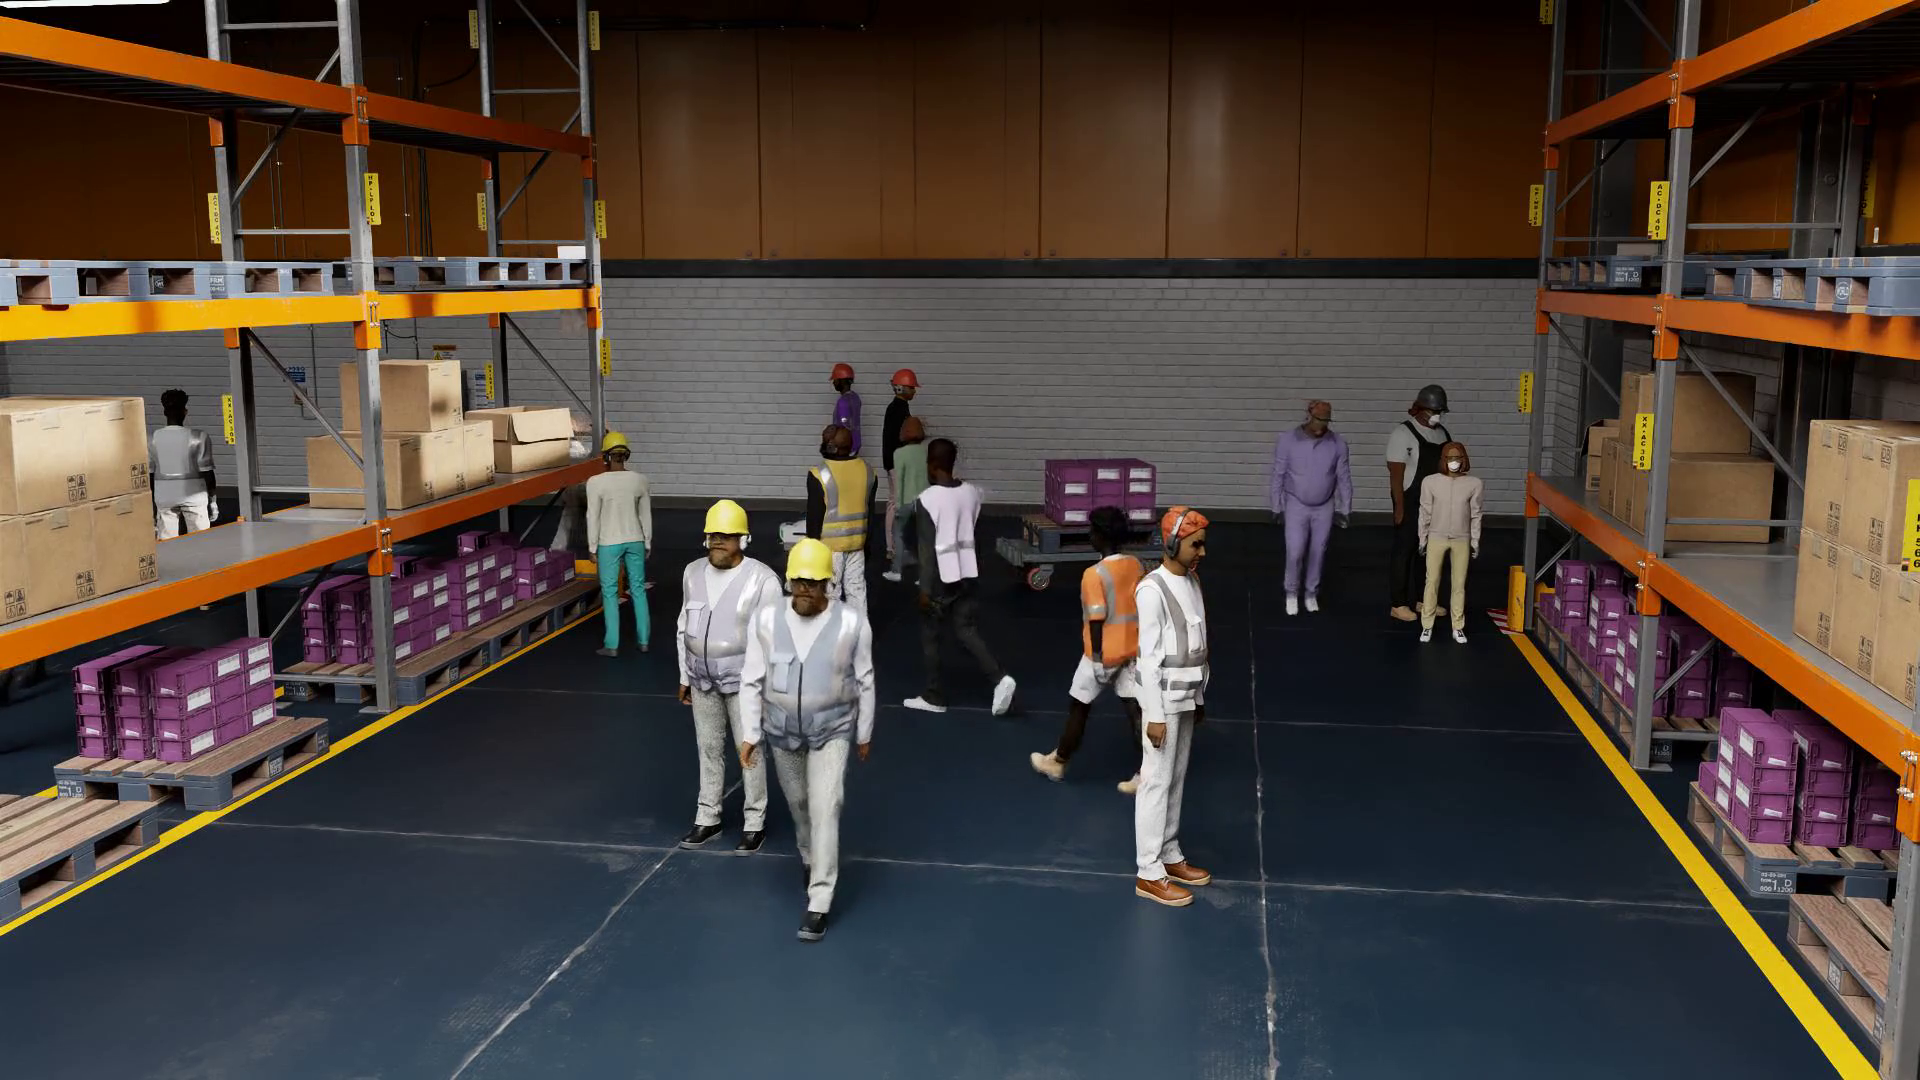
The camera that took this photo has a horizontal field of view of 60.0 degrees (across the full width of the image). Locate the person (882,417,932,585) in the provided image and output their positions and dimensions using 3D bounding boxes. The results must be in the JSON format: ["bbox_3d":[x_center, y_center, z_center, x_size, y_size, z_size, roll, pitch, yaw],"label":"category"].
[{"bbox_3d":[-0.490,-0.366,15.855,0.508,1.608,0.735,-6,11,-34],"label":"person"}]

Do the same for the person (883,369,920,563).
[{"bbox_3d":[-0.598,-0.761,17.095,0.391,1.991,0.613,-2,9,-10],"label":"person"}]

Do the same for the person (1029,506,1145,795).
[{"bbox_3d":[0.799,0.626,9.559,0.542,1.658,0.854,-9,13,-44],"label":"person"}]

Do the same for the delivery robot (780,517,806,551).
[{"bbox_3d":[-1.471,-0.057,16.867,0.707,0.478,0.477,0,10,-1],"label":"delivery robot"}]

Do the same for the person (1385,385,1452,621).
[{"bbox_3d":[4.011,-0.332,14.293,0.674,2.000,0.535,-6,11,-32],"label":"person"}]

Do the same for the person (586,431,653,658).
[{"bbox_3d":[-2.650,0.030,12.967,0.540,1.755,0.378,-7,11,-36],"label":"person"}]

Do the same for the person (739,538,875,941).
[{"bbox_3d":[-0.700,0.862,7.726,0.591,1.794,0.917,1,9,8],"label":"person"}]

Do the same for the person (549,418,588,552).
[{"bbox_3d":[-3.726,-0.382,15.993,0.887,1.586,0.538,0,9,-2],"label":"person"}]

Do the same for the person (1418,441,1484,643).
[{"bbox_3d":[3.937,0.019,13.383,0.498,1.633,0.285,2,9,9],"label":"person"}]

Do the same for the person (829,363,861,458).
[{"bbox_3d":[-1.322,-1.063,19.117,0.356,1.939,0.542,2,9,11],"label":"person"}]

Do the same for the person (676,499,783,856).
[{"bbox_3d":[-1.202,0.702,8.545,0.590,1.837,0.404,4,10,22],"label":"person"}]

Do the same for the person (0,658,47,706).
[{"bbox_3d":[-6.697,0.183,11.621,0.551,1.884,1.010,0,9,1],"label":"person"}]

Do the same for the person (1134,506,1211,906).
[{"bbox_3d":[1.020,0.774,7.945,0.356,1.887,0.572,5,10,26],"label":"person"}]

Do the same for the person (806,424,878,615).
[{"bbox_3d":[-0.924,0.042,12.590,0.633,1.845,0.429,-8,12,-41],"label":"person"}]

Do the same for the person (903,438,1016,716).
[{"bbox_3d":[-0.018,0.264,11.113,0.810,1.889,0.603,7,12,39],"label":"person"}]

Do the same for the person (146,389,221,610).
[{"bbox_3d":[-6.839,-0.347,14.620,0.604,1.966,0.367,-2,9,-12],"label":"person"}]

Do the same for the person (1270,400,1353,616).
[{"bbox_3d":[3.055,-0.275,14.465,0.669,1.873,0.624,0,9,-1],"label":"person"}]
